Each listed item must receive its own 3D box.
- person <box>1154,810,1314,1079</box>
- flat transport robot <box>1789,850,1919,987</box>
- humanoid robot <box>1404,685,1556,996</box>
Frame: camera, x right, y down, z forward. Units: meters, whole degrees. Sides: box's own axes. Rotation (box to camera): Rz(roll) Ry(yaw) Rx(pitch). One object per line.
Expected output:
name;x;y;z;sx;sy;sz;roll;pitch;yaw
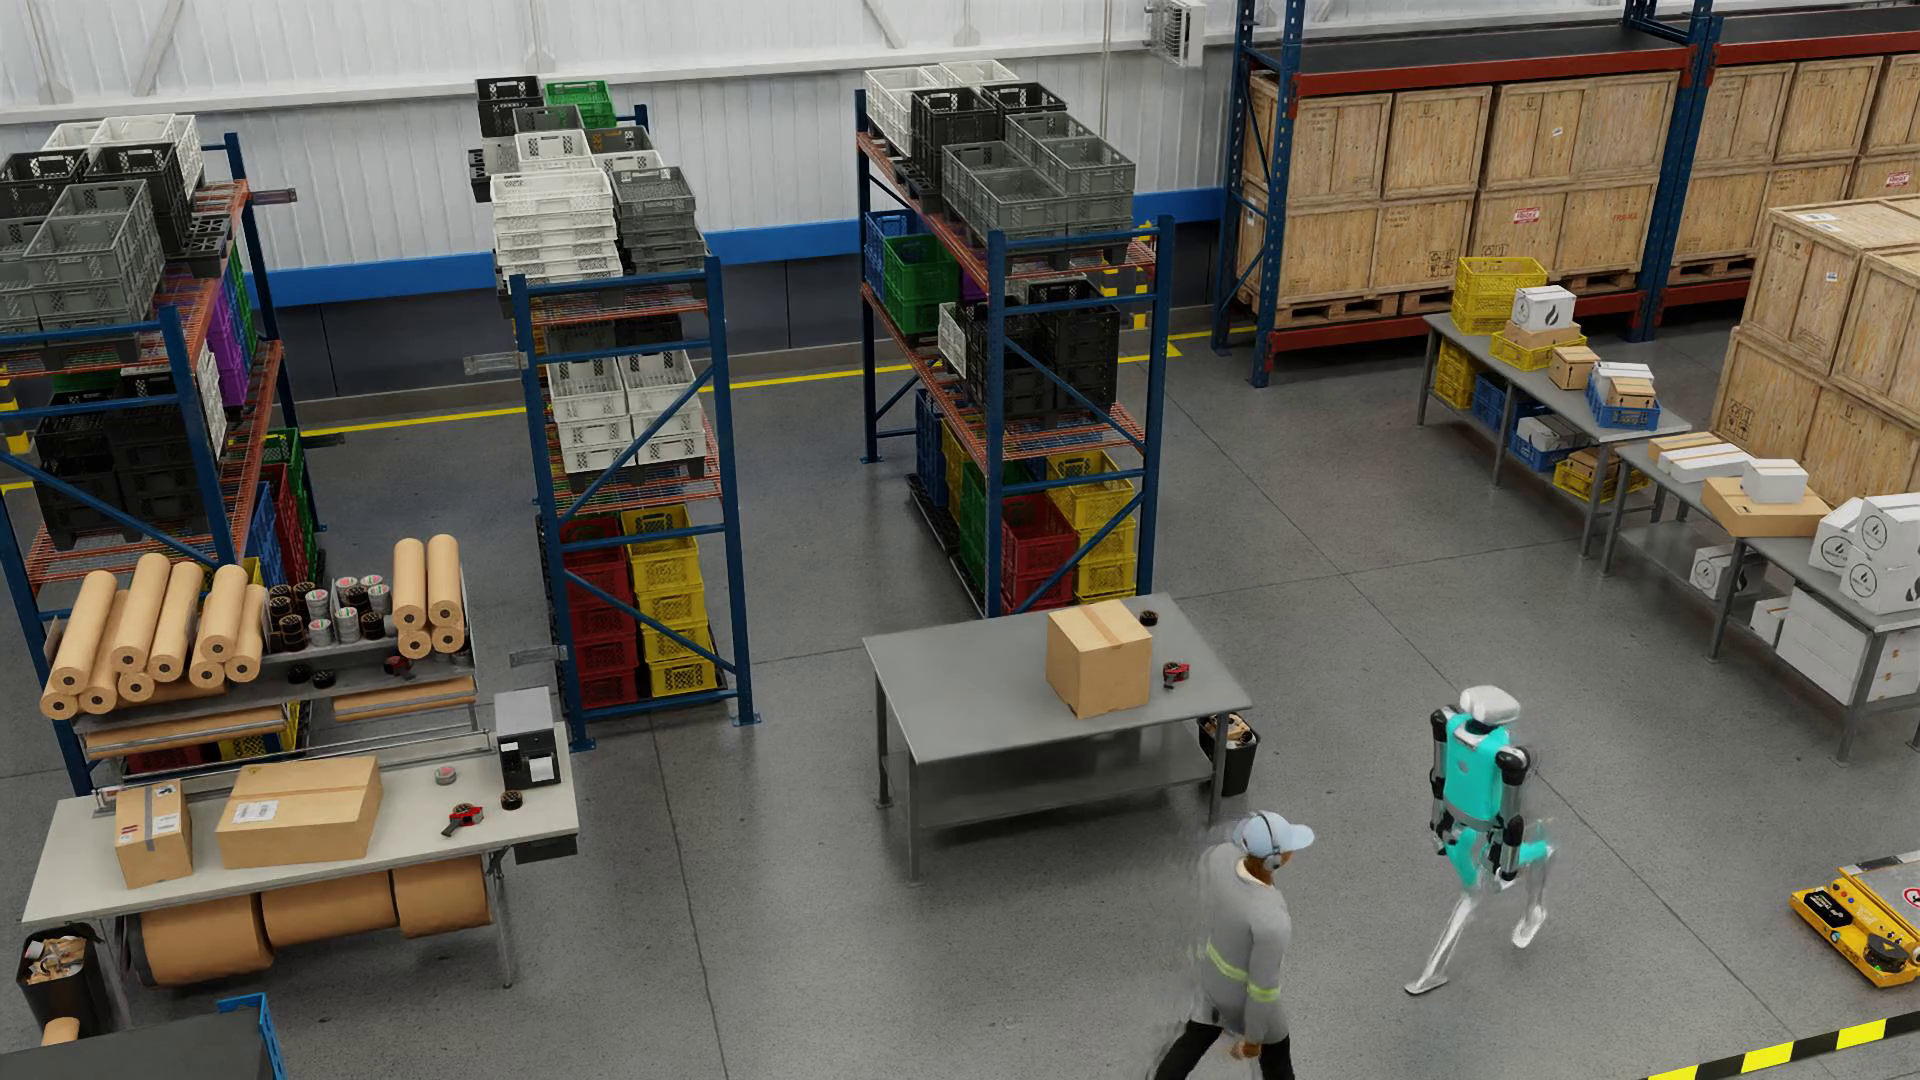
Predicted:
person;1.214;1.890;7.130;0.995;1.801;0.593;-11;31;-19
flat transport robot;5.163;1.916;8.676;1.431;0.231;0.659;-8;30;-14
humanoid robot;2.678;1.410;8.143;1.053;1.779;0.546;-17;33;-28
